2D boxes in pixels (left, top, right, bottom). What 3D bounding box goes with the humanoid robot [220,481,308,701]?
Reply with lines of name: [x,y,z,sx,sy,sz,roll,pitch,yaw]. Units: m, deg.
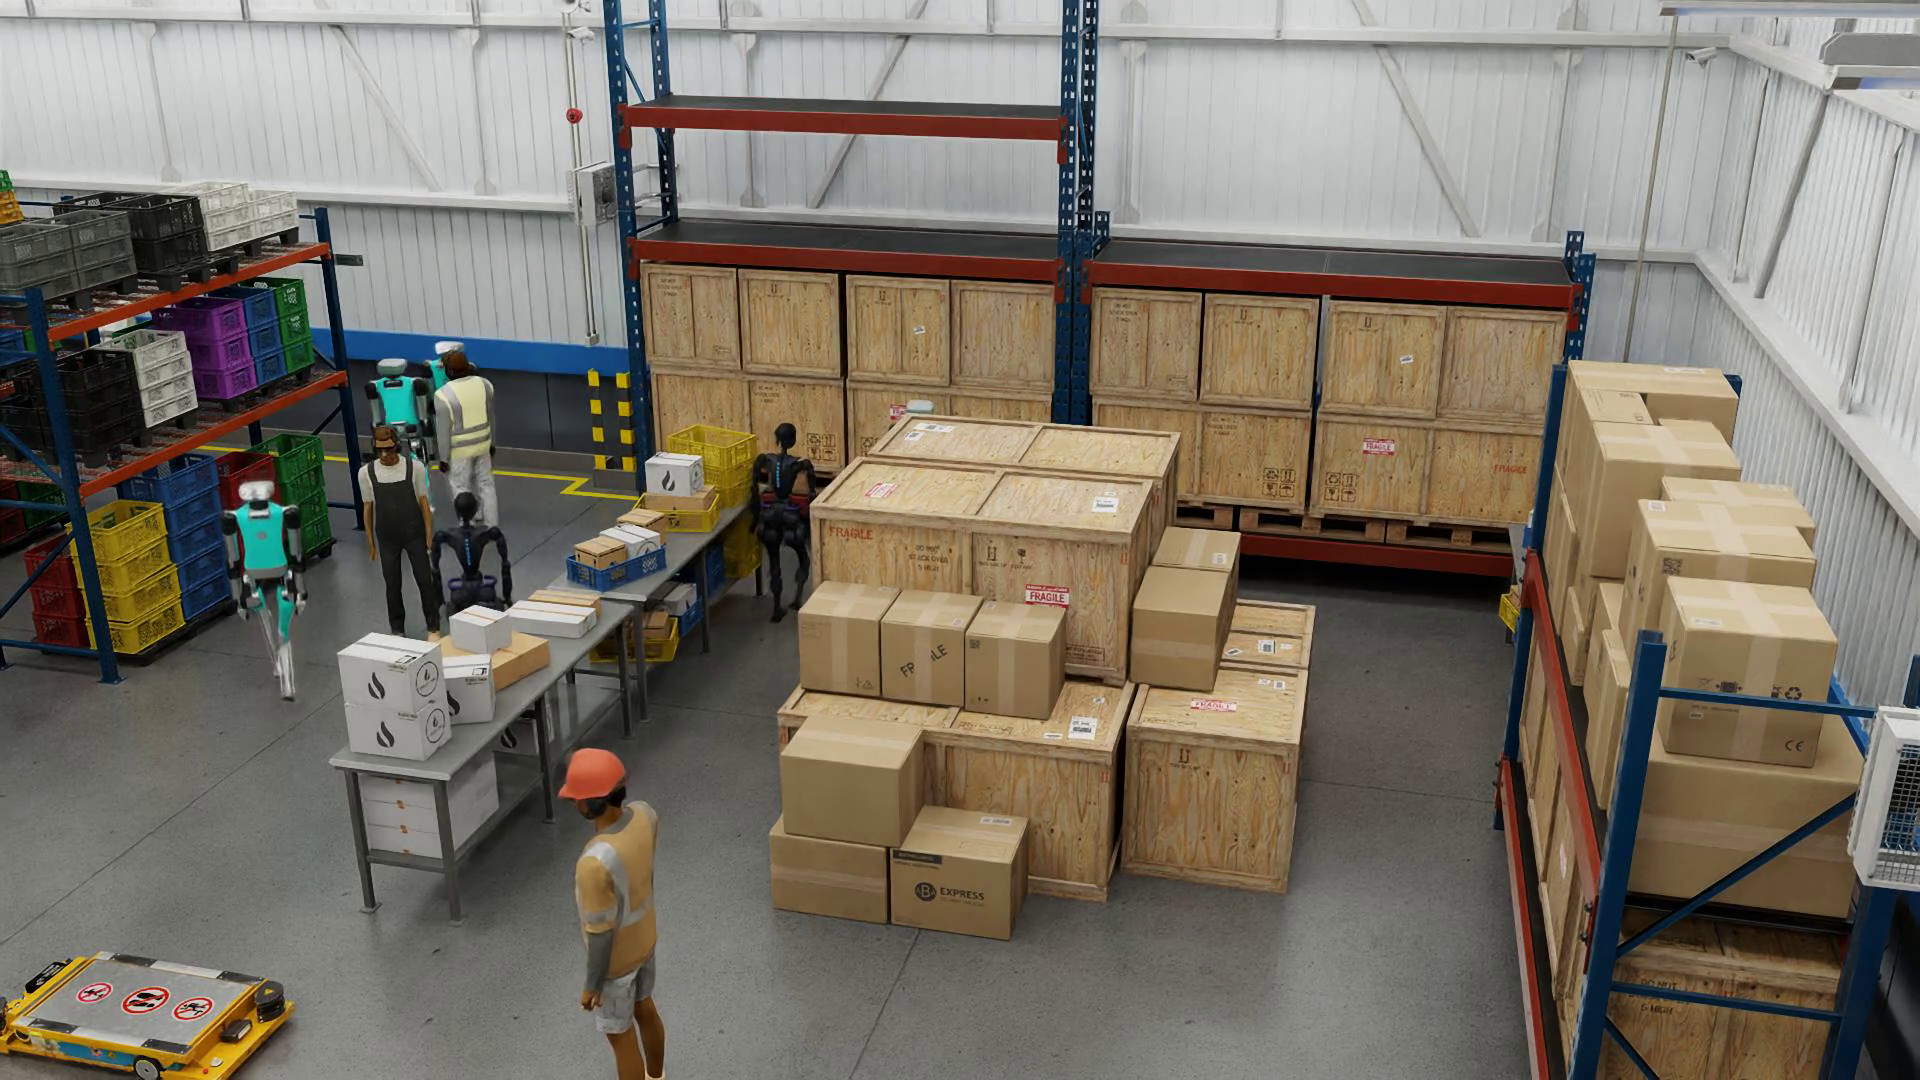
humanoid robot: [-5.020,0.334,12.123,0.549,1.726,1.050,-8,22,-19]

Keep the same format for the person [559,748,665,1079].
person: [-1.591,1.873,7.670,0.375,2.040,0.606,5,21,12]

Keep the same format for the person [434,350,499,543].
person: [-4.439,-0.811,14.965,0.429,1.841,0.633,15,26,34]

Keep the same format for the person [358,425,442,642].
person: [-4.347,-0.021,12.915,0.504,1.836,0.331,-6,22,-14]

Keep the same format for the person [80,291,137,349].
person: [-9.185,-2.005,18.101,0.562,1.836,0.389,-3,21,-7]

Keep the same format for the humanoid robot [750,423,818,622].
humanoid robot: [-1.438,-0.145,13.461,0.608,1.645,0.376,4,21,12]

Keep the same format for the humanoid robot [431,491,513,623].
humanoid robot: [-3.515,0.443,11.958,0.596,1.633,0.723,-6,22,-14]

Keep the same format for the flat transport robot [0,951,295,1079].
flat transport robot: [-4.270,2.464,8.601,1.431,0.231,0.659,5,22,13]

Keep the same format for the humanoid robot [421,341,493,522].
humanoid robot: [-4.673,-1.079,15.747,0.542,1.759,0.684,3,21,9]

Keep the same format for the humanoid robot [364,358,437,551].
humanoid robot: [-4.955,-0.702,14.791,0.584,1.752,0.685,-2,21,-6]

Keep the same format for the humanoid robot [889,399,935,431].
humanoid robot: [-0.303,-0.254,13.464,0.533,1.677,0.735,-1,21,-2]
